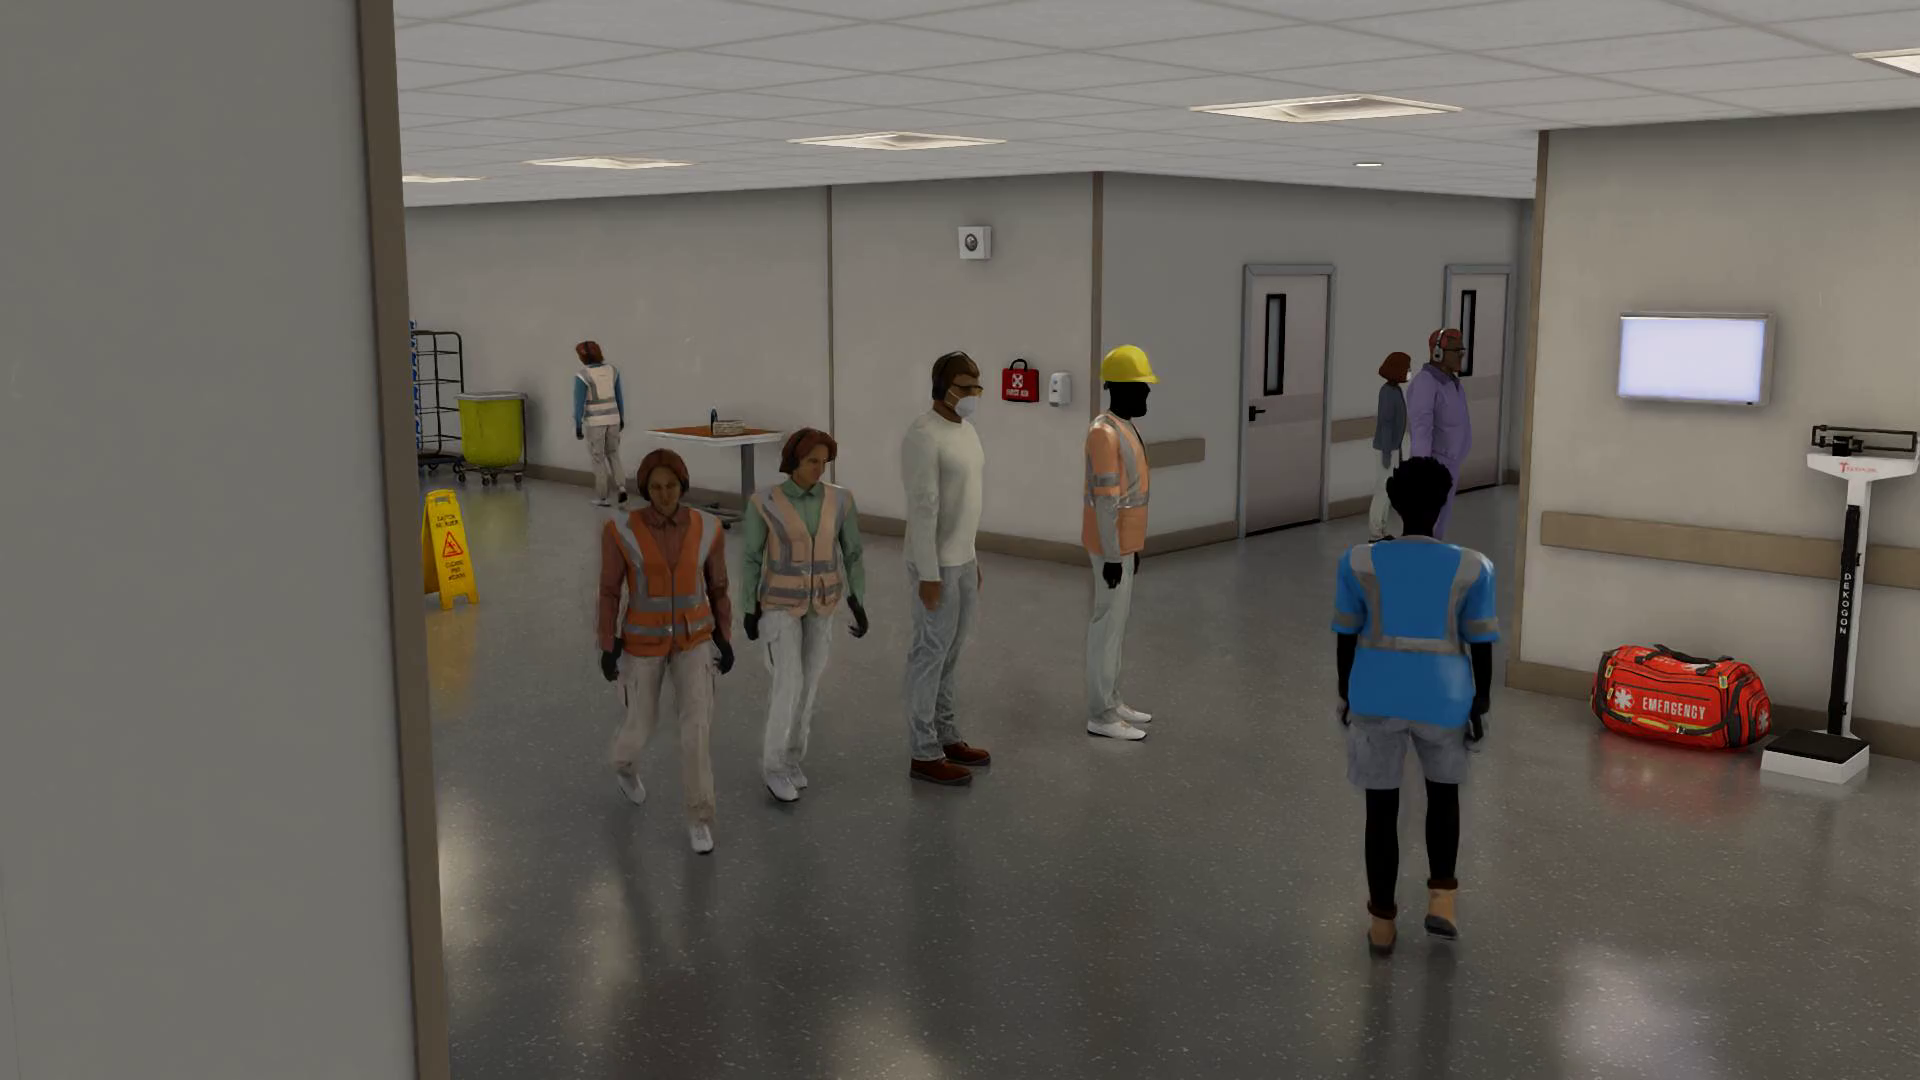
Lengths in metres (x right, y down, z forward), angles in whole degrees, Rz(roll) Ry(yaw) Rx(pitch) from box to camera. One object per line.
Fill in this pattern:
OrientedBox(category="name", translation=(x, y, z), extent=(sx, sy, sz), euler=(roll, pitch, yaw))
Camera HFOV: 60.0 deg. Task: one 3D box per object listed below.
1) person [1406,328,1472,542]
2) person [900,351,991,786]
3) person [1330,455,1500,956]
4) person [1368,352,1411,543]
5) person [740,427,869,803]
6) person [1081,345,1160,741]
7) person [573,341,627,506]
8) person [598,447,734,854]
OrientedBox(category="person", translation=(3.222, -0.465, 11.178), extent=(0.402, 1.906, 0.652), euler=(6, 11, 33))
OrientedBox(category="person", translation=(-0.060, 0.118, 7.518), extent=(0.372, 1.935, 0.627), euler=(3, 10, 20))
OrientedBox(category="person", translation=(1.512, 0.560, 5.591), extent=(0.545, 1.677, 0.394), euler=(2, 10, 13))
OrientedBox(category="person", translation=(3.535, -0.730, 13.666), extent=(0.281, 1.624, 0.495), euler=(4, 10, 23))
OrientedBox(category="person", translation=(-0.665, 0.324, 7.227), extent=(0.517, 1.612, 0.594), euler=(-5, 11, -30))
OrientedBox(category="person", translation=(0.790, 0.007, 8.214), extent=(0.368, 1.928, 0.585), euler=(2, 10, 13))
OrientedBox(category="person", translation=(-3.459, -1.114, 16.025), extent=(0.359, 1.620, 0.548), euler=(8, 12, 41))
OrientedBox(category="person", translation=(-1.210, 0.406, 6.763), extent=(0.552, 1.604, 0.744), euler=(-4, 10, -22))
